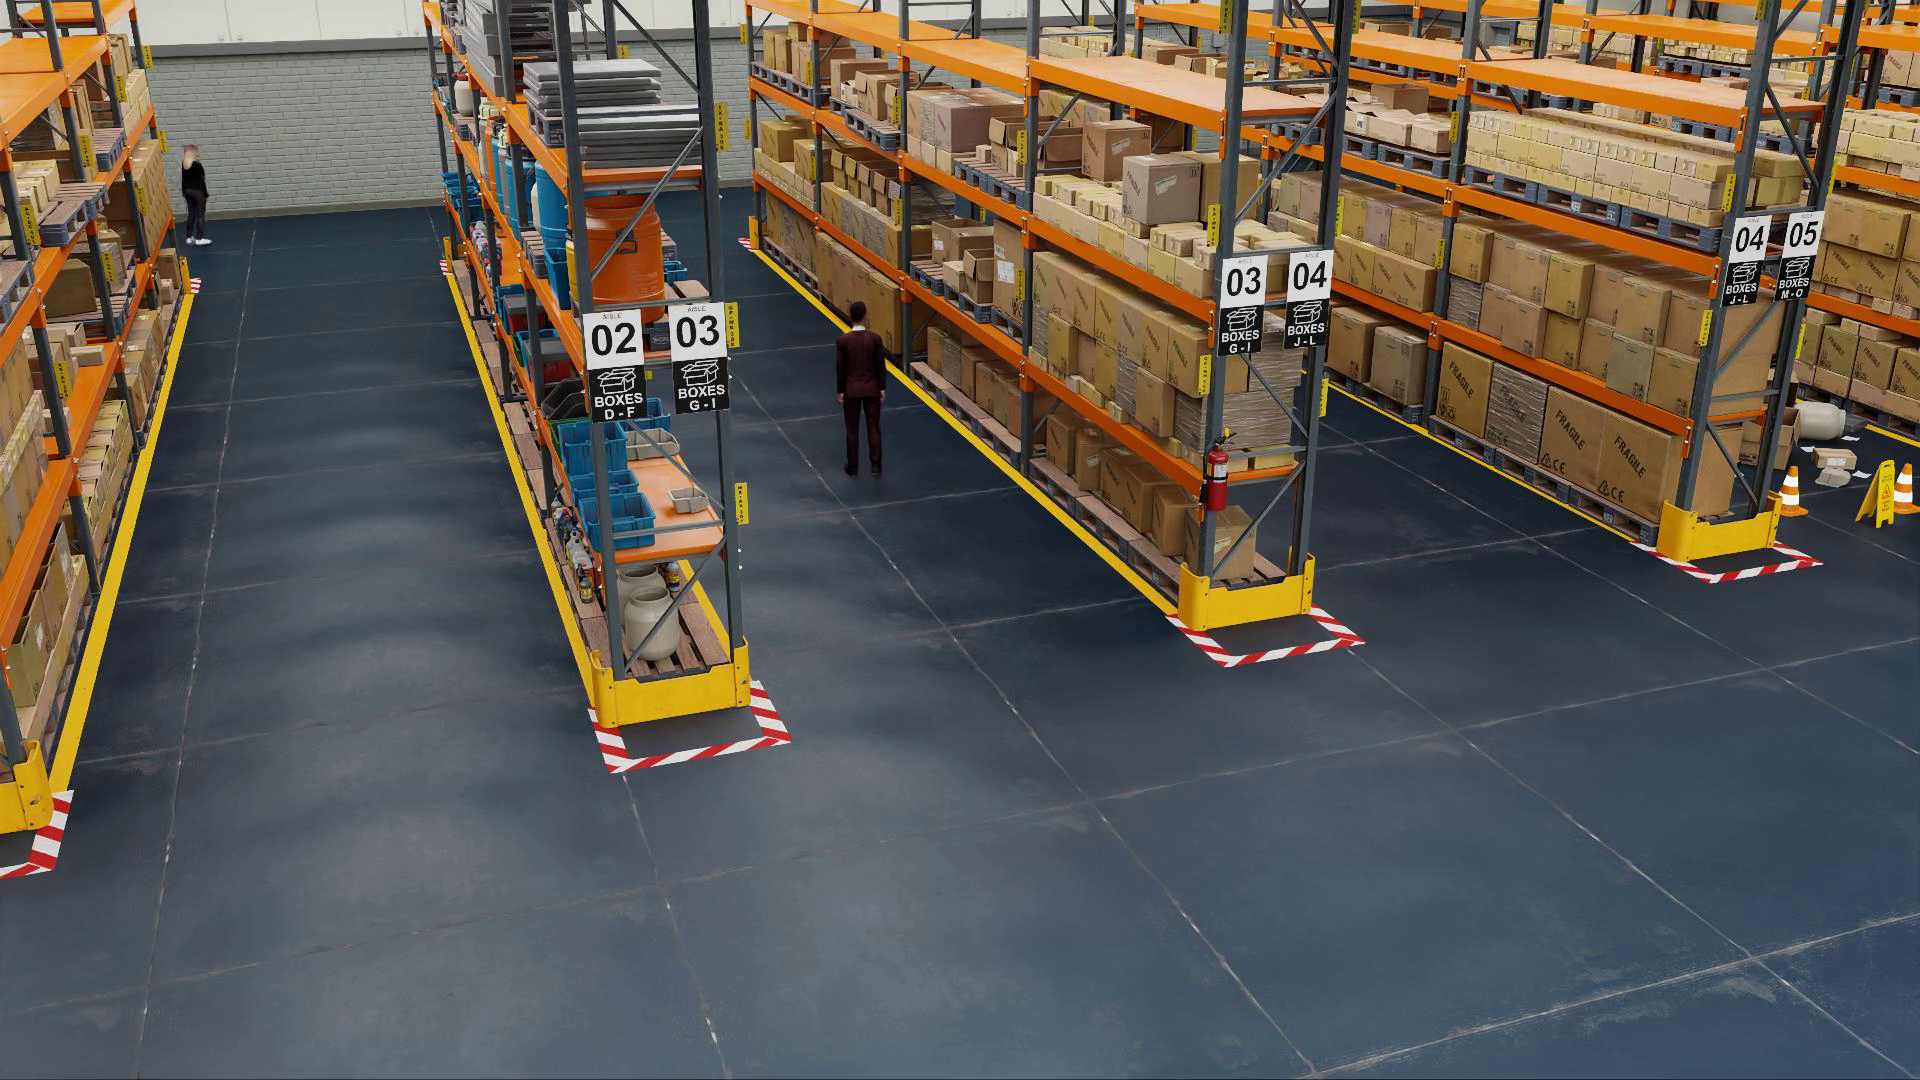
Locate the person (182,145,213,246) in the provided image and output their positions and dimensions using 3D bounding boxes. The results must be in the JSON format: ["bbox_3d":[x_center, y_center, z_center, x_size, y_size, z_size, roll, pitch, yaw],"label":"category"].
[{"bbox_3d":[-12.943,-5.803,28.040,0.818,1.662,0.909,7,23,17],"label":"person"}]

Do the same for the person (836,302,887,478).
[{"bbox_3d":[-1.031,-1.576,17.438,0.730,1.864,0.669,-3,22,-7],"label":"person"}]
